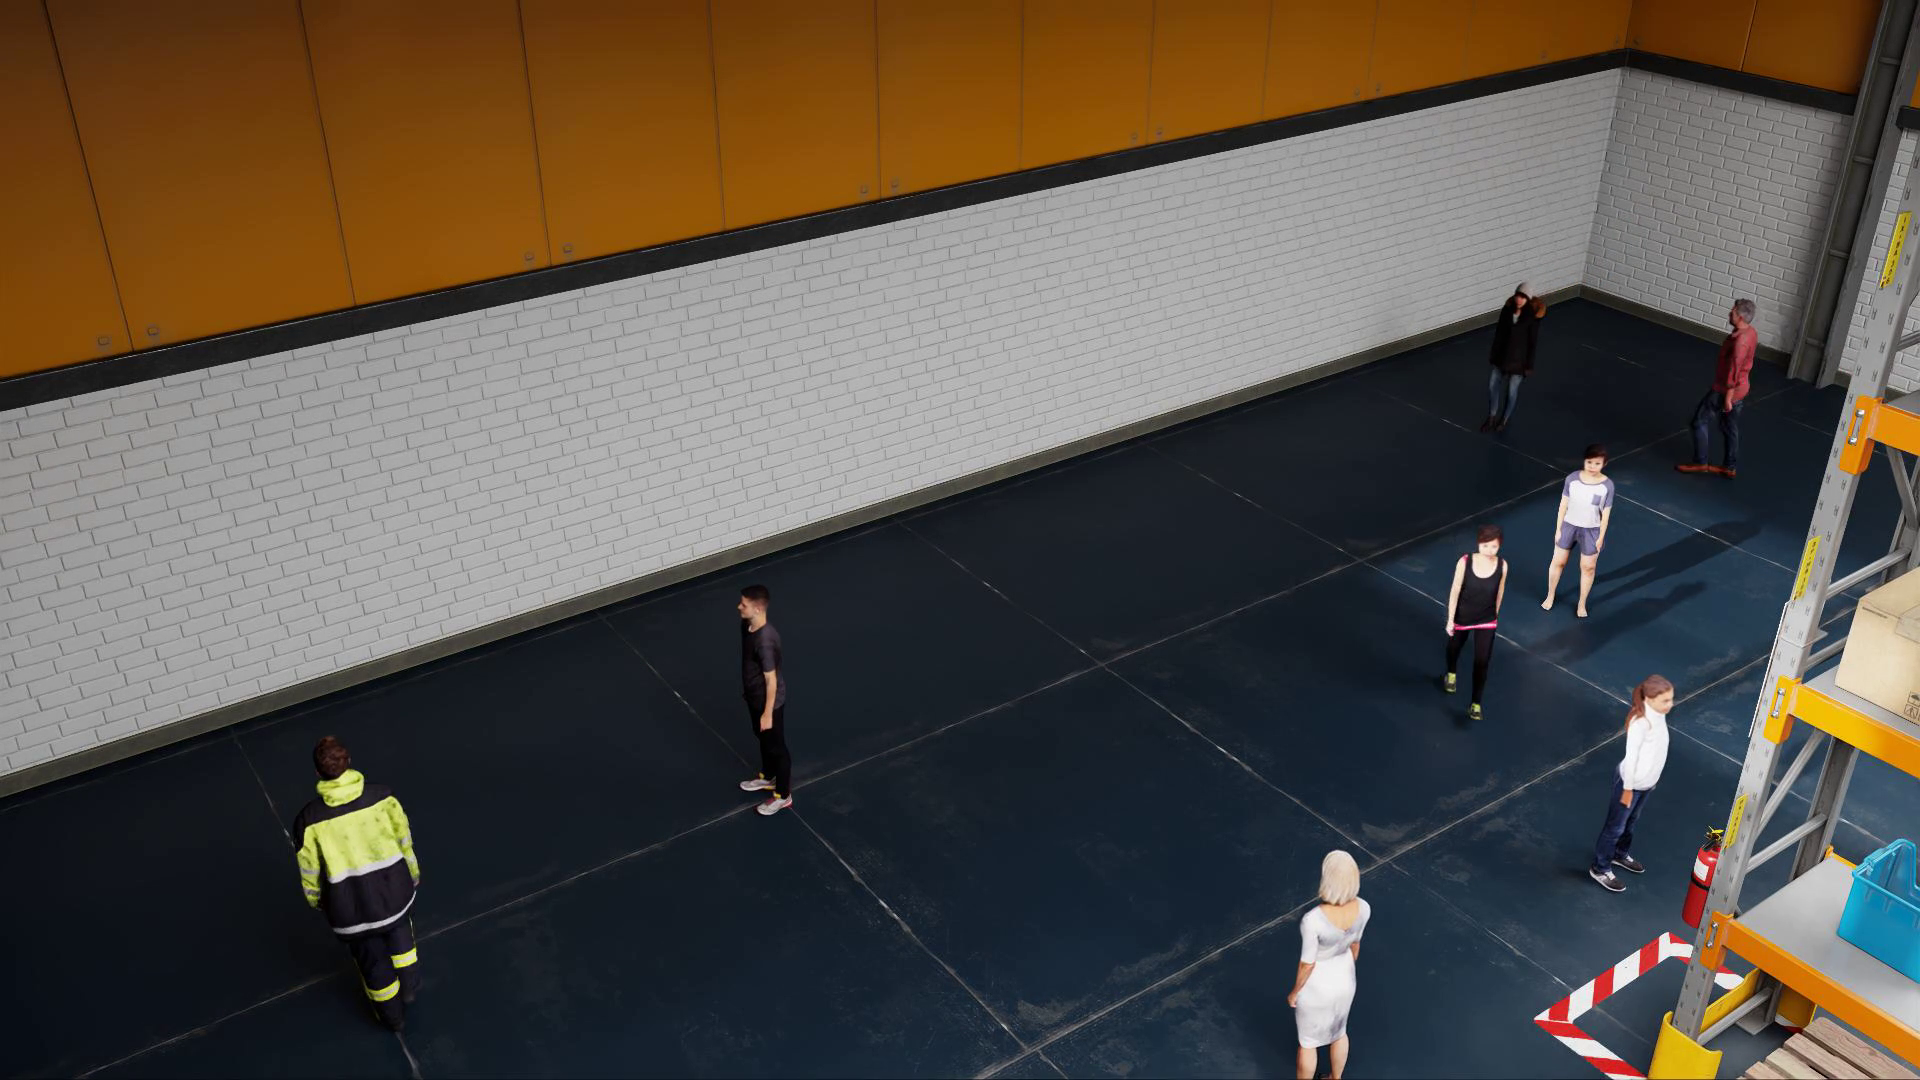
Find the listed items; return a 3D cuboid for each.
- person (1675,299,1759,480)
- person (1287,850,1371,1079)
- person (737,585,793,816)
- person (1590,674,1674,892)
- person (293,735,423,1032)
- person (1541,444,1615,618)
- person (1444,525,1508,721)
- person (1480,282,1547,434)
[{"bbox_3d":[7.483,-1.413,15.977,0.849,1.810,0.800,22,36,35],"label":"person"},{"bbox_3d":[1.990,2.409,9.033,0.600,1.750,0.554,-13,31,-22],"label":"person"},{"bbox_3d":[-1.350,1.079,11.457,0.732,1.764,0.544,-12,31,-22],"label":"person"},{"bbox_3d":[4.391,1.543,10.822,0.558,1.558,0.553,-24,37,-36],"label":"person"},{"bbox_3d":[-3.376,2.022,9.524,0.782,1.960,0.697,-17,33,-29],"label":"person"},{"bbox_3d":[5.170,-0.104,13.837,0.601,1.562,0.705,14,32,25],"label":"person"},{"bbox_3d":[3.907,0.538,12.704,0.954,1.519,1.009,6,29,10],"label":"person"},{"bbox_3d":[5.679,-1.885,17.035,0.672,1.625,0.785,21,35,33],"label":"person"}]
